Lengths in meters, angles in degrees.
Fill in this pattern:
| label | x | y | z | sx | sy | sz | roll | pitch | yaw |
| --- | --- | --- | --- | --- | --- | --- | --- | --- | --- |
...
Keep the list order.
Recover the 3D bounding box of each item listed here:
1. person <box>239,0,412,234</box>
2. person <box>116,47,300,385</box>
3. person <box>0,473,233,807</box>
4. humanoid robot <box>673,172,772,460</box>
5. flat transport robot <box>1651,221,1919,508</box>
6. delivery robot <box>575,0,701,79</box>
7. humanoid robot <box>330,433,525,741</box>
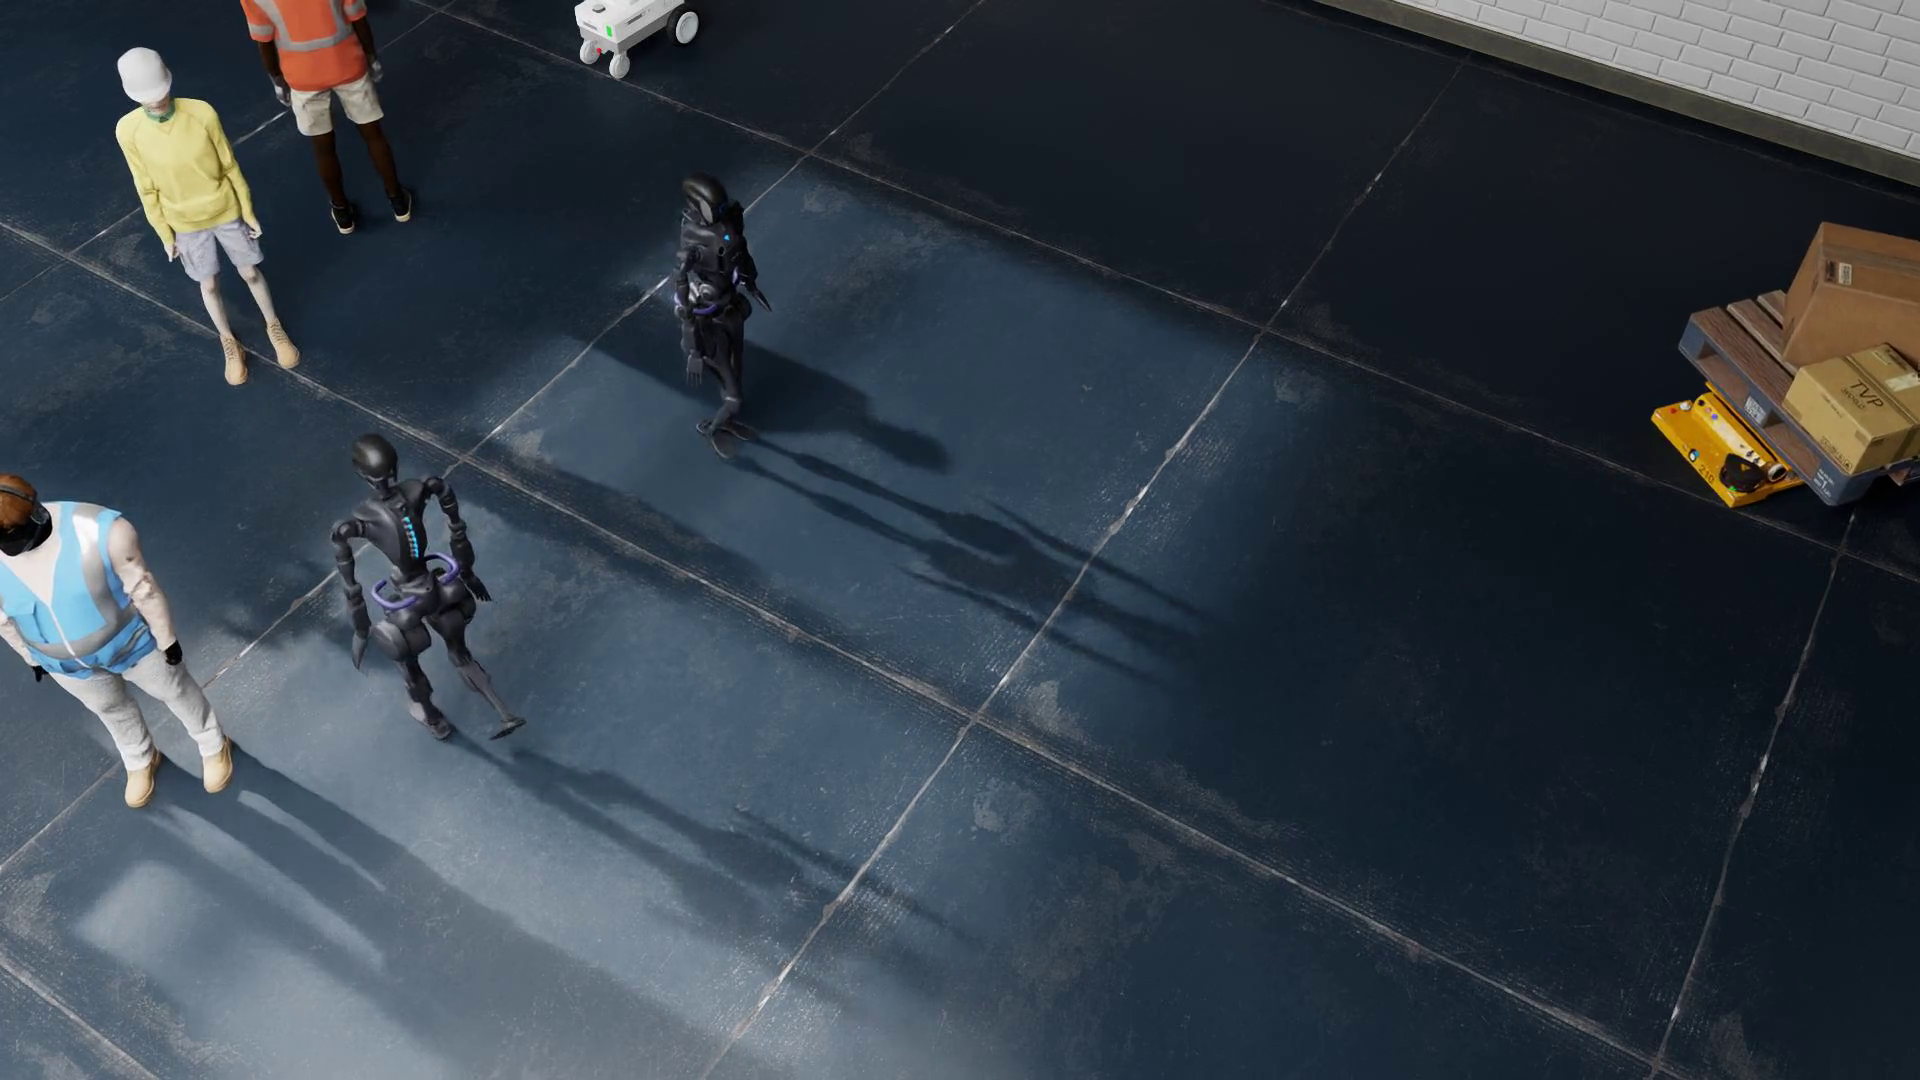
| label | x | y | z | sx | sy | sz | roll | pitch | yaw |
| --- | --- | --- | --- | --- | --- | --- | --- | --- | --- |
| person | -3.414 | -2.541 | 8.920 | 0.602 | 1.956 | 0.386 | -18 | 51 | -15 |
| person | -3.689 | -1.576 | 8.119 | 0.485 | 1.887 | 0.401 | -21 | 52 | -17 |
| person | -3.333 | 0.401 | 6.427 | 0.620 | 1.837 | 0.429 | -10 | 50 | -9 |
| humanoid robot | -1.124 | -1.057 | 7.808 | 0.350 | 1.647 | 0.608 | 21 | 52 | 17 |
| flat transport robot | 4.289 | -0.616 | 8.354 | 1.431 | 0.231 | 0.659 | -15 | 51 | -13 |
| delivery robot | -2.062 | -3.343 | 10.560 | 0.499 | 0.614 | 0.803 | 30 | 55 | 24 |
| humanoid robot | -2.124 | 0.292 | 6.640 | 0.596 | 1.628 | 0.623 | 31 | 56 | 24 |
